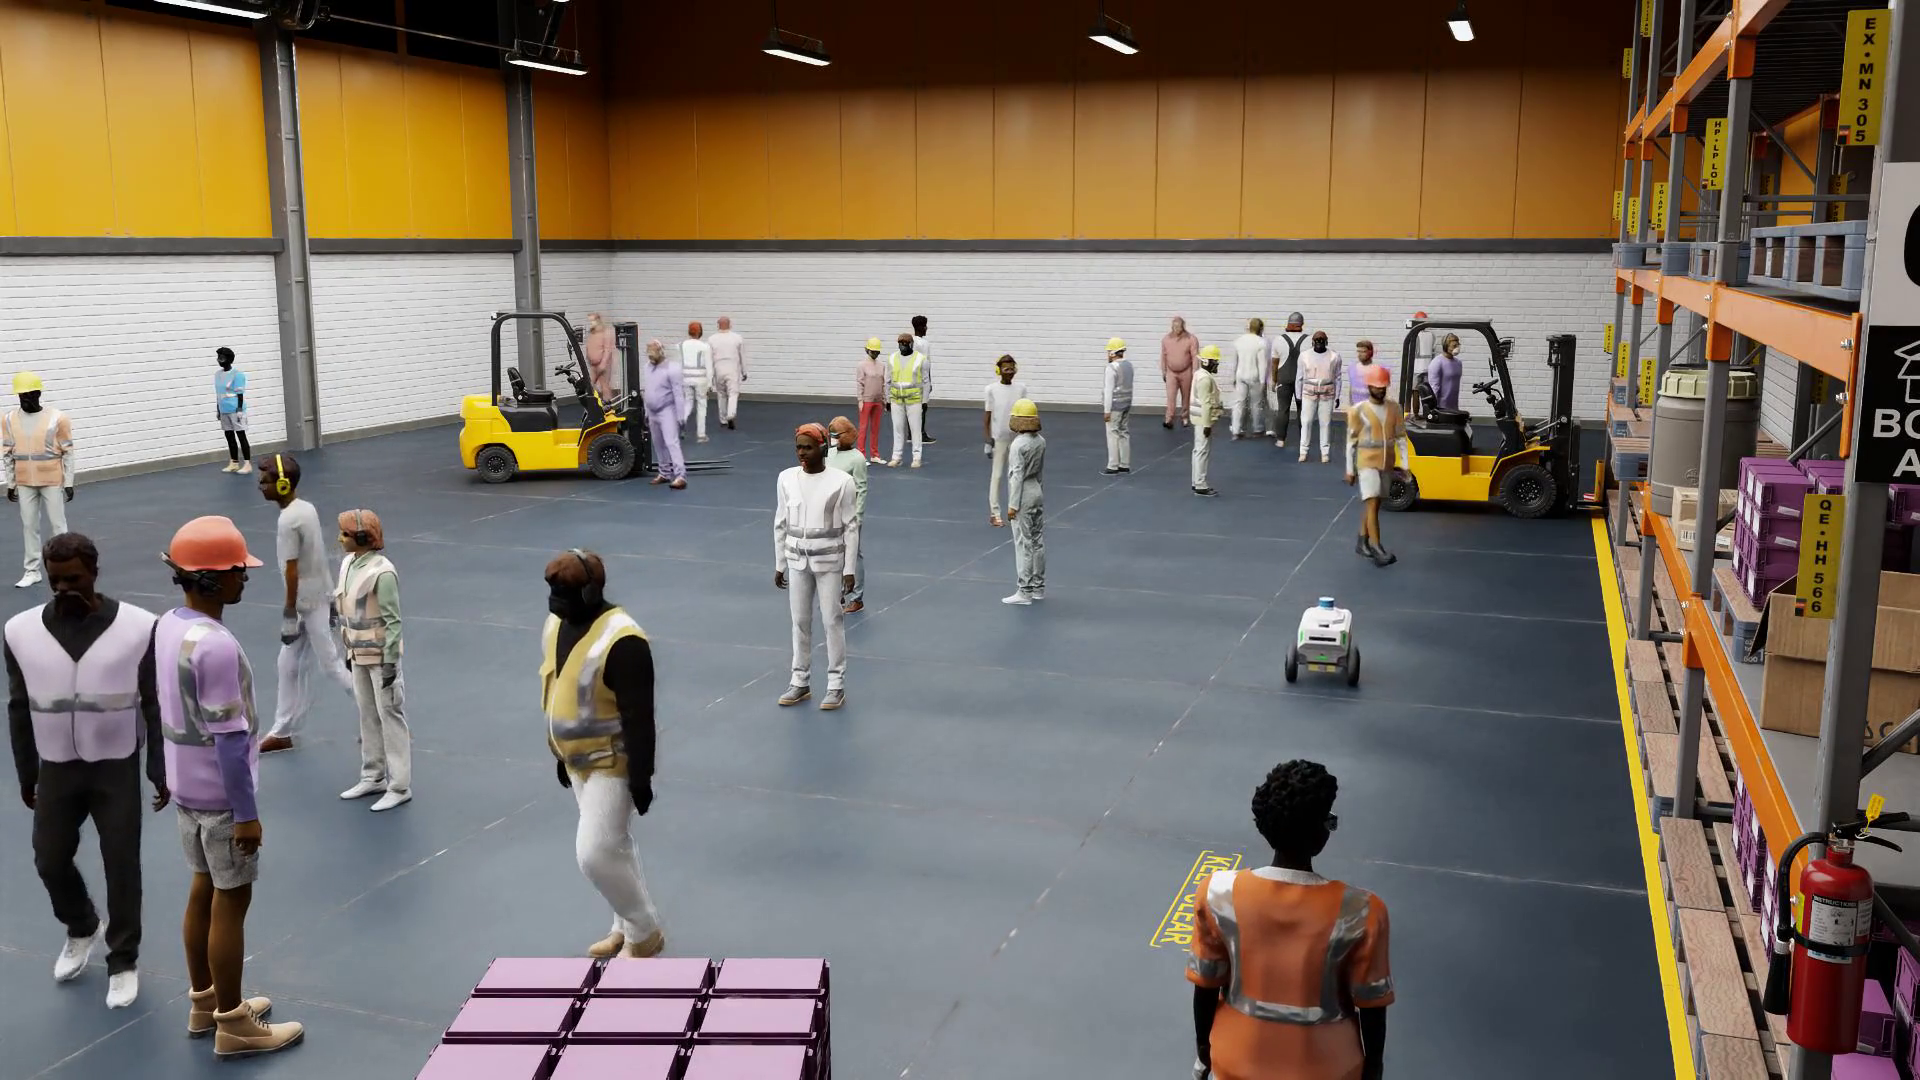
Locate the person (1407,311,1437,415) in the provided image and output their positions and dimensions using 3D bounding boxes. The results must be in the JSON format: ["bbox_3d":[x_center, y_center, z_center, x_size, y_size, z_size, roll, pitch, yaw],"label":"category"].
[{"bbox_3d":[7.628,-2.822,27.612,0.547,1.934,0.376,-4,11,-21],"label":"person"}]

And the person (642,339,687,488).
[{"bbox_3d":[-3.710,-1.590,20.869,0.738,1.877,0.447,9,13,40],"label":"person"}]

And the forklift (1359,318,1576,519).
[{"bbox_3d":[5.787,-1.437,19.079,2.313,2.155,1.214,3,11,19],"label":"forklift"}]

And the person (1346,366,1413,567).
[{"bbox_3d":[3.995,-0.711,15.876,0.556,1.891,0.958,-3,11,-17],"label":"person"}]

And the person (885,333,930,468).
[{"bbox_3d":[-0.731,-1.901,22.688,0.634,1.841,0.429,3,11,18],"label":"person"}]

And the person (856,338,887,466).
[{"bbox_3d":[-1.205,-1.905,22.948,0.328,1.760,0.523,10,14,43],"label":"person"}]

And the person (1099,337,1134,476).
[{"bbox_3d":[2.063,-1.755,21.925,0.403,1.822,0.600,7,12,35],"label":"person"}]

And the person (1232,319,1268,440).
[{"bbox_3d":[4.552,-2.503,25.952,0.682,1.875,0.972,9,14,42],"label":"person"}]

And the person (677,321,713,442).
[{"bbox_3d":[-4.080,-2.409,25.477,0.589,1.873,0.550,4,11,21],"label":"person"}]

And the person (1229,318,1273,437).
[{"bbox_3d":[4.702,-2.583,26.454,0.607,1.871,1.018,-5,11,-27],"label":"person"}]

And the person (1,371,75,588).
[{"bbox_3d":[-8.164,-0.535,14.748,0.589,1.927,0.386,-1,10,-6],"label":"person"}]

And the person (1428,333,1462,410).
[{"bbox_3d":[6.075,-1.622,20.843,0.629,1.939,0.372,-9,14,-43],"label":"person"}]

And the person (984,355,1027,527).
[{"bbox_3d":[0.517,-1.074,17.973,0.525,1.869,0.328,-5,11,-24],"label":"person"}]

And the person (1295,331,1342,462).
[{"bbox_3d":[5.007,-2.002,23.257,0.634,1.841,0.429,2,10,11],"label":"person"}]

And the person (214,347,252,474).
[{"bbox_3d":[-9.669,-1.715,22.061,0.534,1.691,0.320,6,11,29],"label":"person"}]

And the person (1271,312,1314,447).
[{"bbox_3d":[5.025,-2.418,25.036,0.685,2.000,0.535,2,10,12],"label":"person"}]

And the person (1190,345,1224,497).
[{"bbox_3d":[2.985,-1.444,20.146,0.403,1.828,0.593,0,10,3],"label":"person"}]

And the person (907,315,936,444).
[{"bbox_3d":[-0.629,-2.454,25.444,0.366,1.967,0.602,-7,12,-36],"label":"person"}]

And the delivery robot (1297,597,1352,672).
[{"bbox_3d":[2.569,0.647,11.693,0.477,0.478,0.707,3,11,15],"label":"delivery robot"}]

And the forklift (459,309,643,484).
[{"bbox_3d":[-5.354,-1.902,21.697,2.313,2.155,1.214,-2,10,-13],"label":"forklift"}]

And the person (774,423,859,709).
[{"bbox_3d":[-0.951,0.171,10.899,0.586,1.882,0.340,4,11,21],"label":"person"}]

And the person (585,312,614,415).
[{"bbox_3d":[-6.269,-2.987,28.700,0.636,1.880,0.601,5,11,28],"label":"person"}]

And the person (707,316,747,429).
[{"bbox_3d":[-3.866,-2.777,27.548,0.640,1.870,0.920,0,10,0],"label":"person"}]

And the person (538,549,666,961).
[{"bbox_3d":[-1.478,0.920,6.918,0.471,1.814,0.635,-8,13,-38],"label":"person"}]

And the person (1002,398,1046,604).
[{"bbox_3d":[0.541,-0.328,14.103,0.296,1.743,0.492,6,12,29],"label":"person"}]

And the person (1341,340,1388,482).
[{"bbox_3d":[5.140,-1.624,21.176,0.576,1.819,0.705,9,13,40],"label":"person"}]

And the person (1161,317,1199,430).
[{"bbox_3d":[3.630,-2.747,27.453,0.659,1.840,1.025,3,11,18],"label":"person"}]

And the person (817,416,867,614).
[{"bbox_3d":[-0.968,-0.212,13.763,0.289,1.633,0.497,-10,14,-43],"label":"person"}]

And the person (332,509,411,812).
[{"bbox_3d":[-3.164,0.638,8.964,0.515,1.636,0.315,10,14,43],"label":"person"}]

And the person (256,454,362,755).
[{"bbox_3d":[-3.837,0.381,9.919,0.897,1.826,0.505,-3,11,-17],"label":"person"}]

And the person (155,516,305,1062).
[{"bbox_3d":[-2.757,0.919,6.238,0.379,2.041,0.616,-9,13,-41],"label":"person"}]

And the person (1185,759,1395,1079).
[{"bbox_3d":[0.870,1.412,4.425,0.540,1.698,0.317,3,11,19],"label":"person"}]

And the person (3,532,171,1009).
[{"bbox_3d":[-3.488,0.907,6.685,0.599,1.912,0.496,-3,10,-16],"label":"person"}]
